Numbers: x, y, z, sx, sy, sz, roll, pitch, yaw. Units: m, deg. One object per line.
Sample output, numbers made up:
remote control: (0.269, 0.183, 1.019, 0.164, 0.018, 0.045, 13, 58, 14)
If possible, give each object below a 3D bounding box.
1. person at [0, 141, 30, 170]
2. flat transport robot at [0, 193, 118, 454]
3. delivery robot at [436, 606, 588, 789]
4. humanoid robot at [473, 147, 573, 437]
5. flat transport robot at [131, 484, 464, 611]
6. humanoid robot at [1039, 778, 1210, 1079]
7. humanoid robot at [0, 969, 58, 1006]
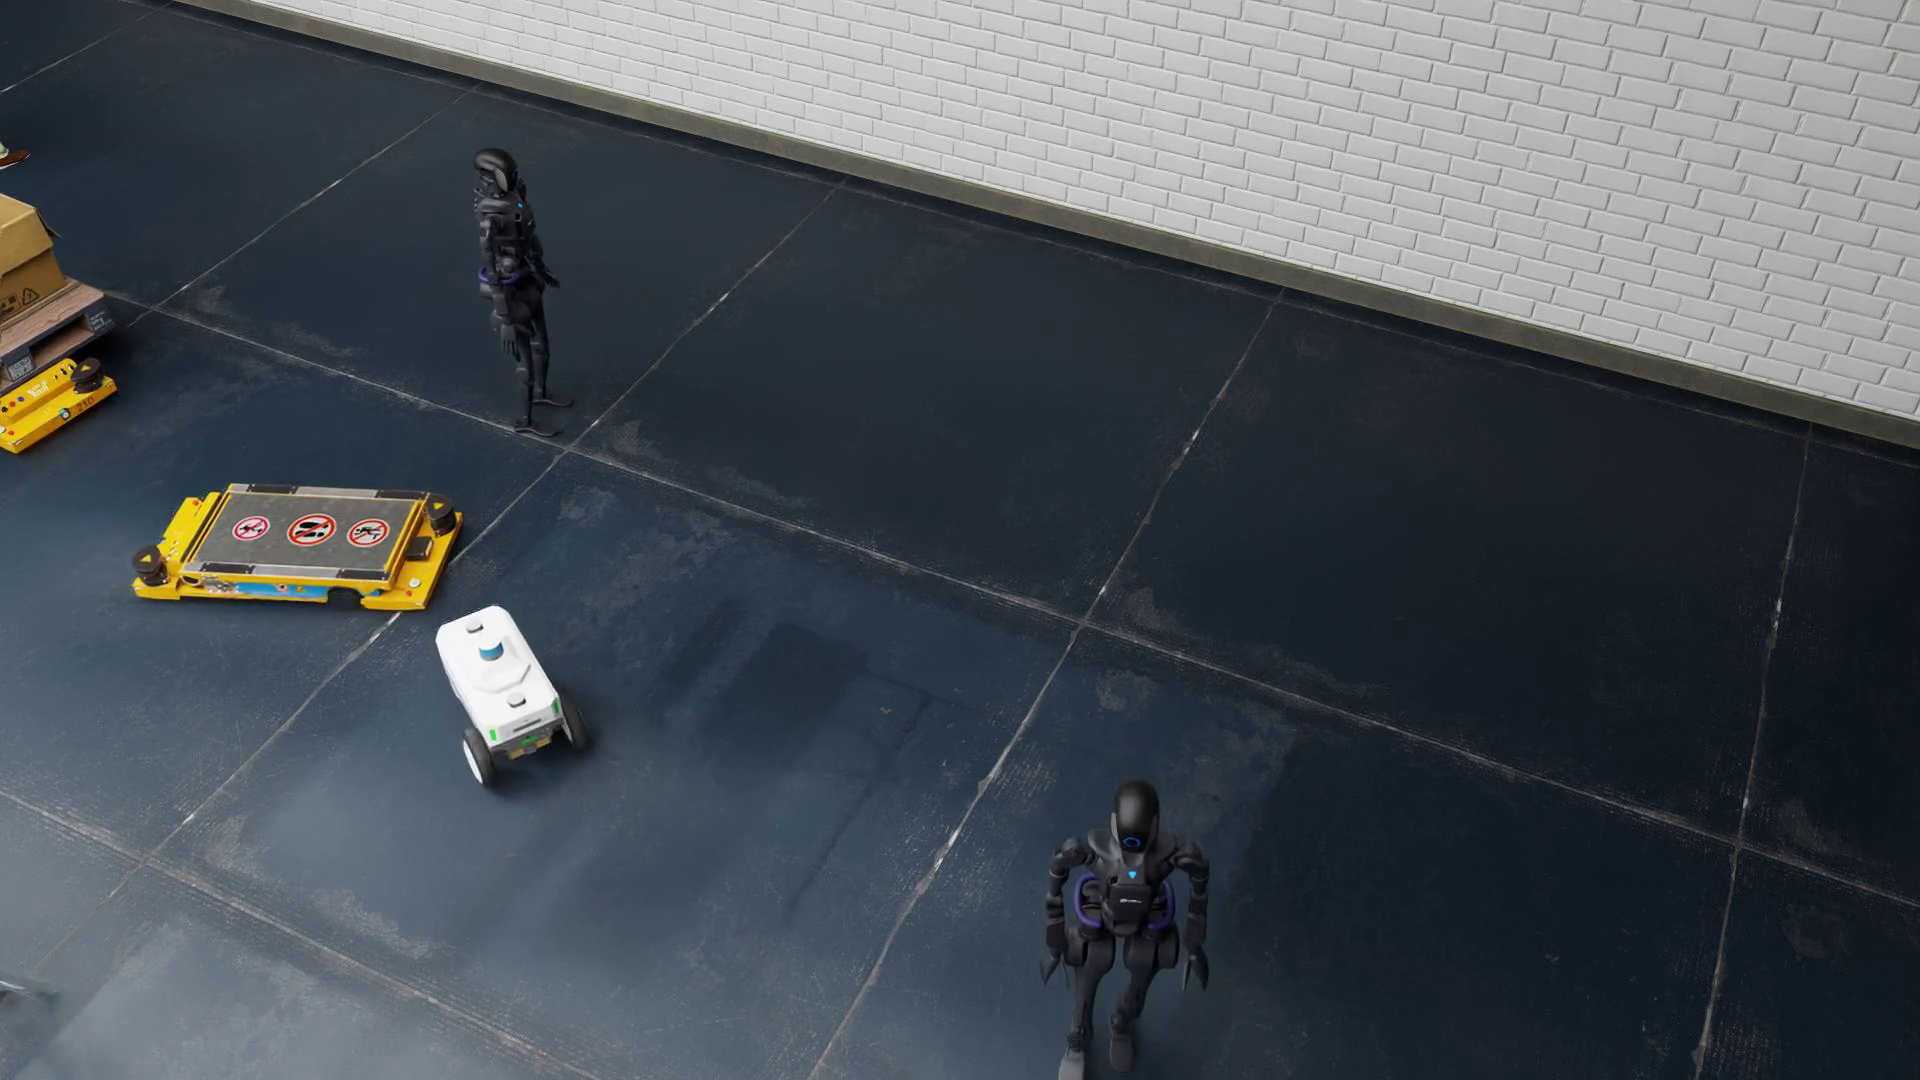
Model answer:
person: (-6.514, -3.153, 10.651, 0.498, 1.633, 0.283, 13, 44, 14)
flat transport robot: (-5.468, -0.951, 9.282, 1.431, 0.231, 0.659, 22, 47, 22)
delivery robot: (-2.026, 0.644, 7.340, 0.499, 0.580, 0.756, -23, 48, -23)
humanoid robot: (-2.283, -1.295, 8.613, 0.305, 1.651, 0.615, 6, 43, 6)
flat transport robot: (-3.259, 0.032, 8.221, 1.431, 0.231, 0.659, 3, 43, 3)
humanoid robot: (0.579, 1.359, 5.756, 0.602, 1.647, 0.366, 1, 43, 2)
humanoid robot: (-3.792, 1.229, 5.886, 0.544, 1.841, 0.749, 29, 50, 28)
